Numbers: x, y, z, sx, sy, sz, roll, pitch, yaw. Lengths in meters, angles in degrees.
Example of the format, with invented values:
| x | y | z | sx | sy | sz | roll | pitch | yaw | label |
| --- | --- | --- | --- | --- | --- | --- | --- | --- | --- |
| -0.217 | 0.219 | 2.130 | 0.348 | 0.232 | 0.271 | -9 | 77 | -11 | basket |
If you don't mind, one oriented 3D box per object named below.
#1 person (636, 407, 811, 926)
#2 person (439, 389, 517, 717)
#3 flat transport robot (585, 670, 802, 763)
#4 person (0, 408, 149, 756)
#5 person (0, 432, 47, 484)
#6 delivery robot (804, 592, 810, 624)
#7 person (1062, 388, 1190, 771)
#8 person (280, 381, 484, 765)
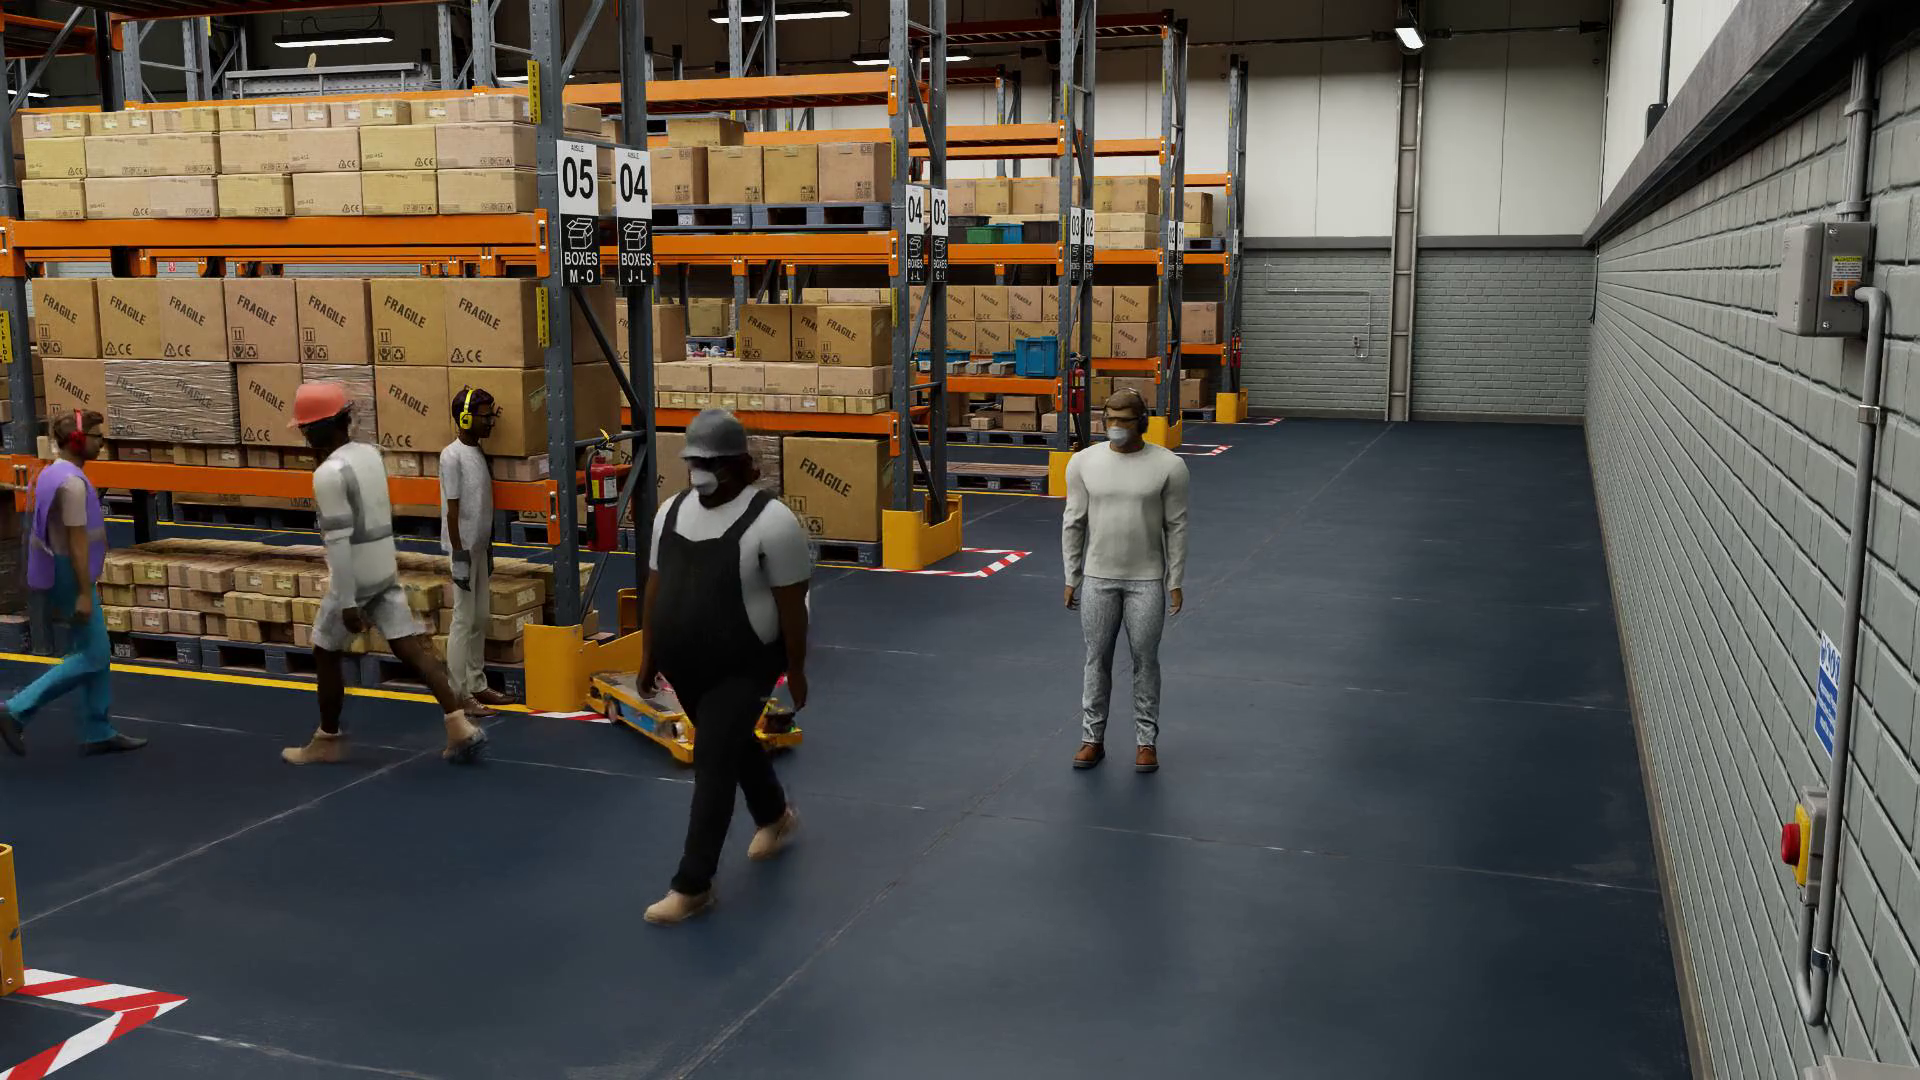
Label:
| x | y | z | sx | sy | sz | roll | pitch | yaw | label |
| --- | --- | --- | --- | --- | --- | --- | --- | --- | --- |
| -0.947 | 0.414 | 6.737 | 0.689 | 2.000 | 1.060 | 6 | 11 | 33 | person |
| -2.758 | 0.075 | 9.432 | 0.333 | 1.860 | 0.509 | 1 | 9 | 4 | person |
| -1.488 | 0.915 | 9.118 | 0.652 | 0.197 | 1.431 | -6 | 11 | -33 | flat transport robot |
| -4.603 | 0.239 | 8.512 | 0.622 | 1.814 | 0.607 | -6 | 11 | -31 | person |
| -8.191 | -0.792 | 14.412 | 0.398 | 1.989 | 0.621 | 7 | 11 | 36 | person |
| -1.220 | 0.462 | 10.769 | 0.477 | 0.478 | 0.707 | 2 | 9 | 11 | delivery robot |
| 0.824 | 0.202 | 8.382 | 0.636 | 1.937 | 0.358 | 2 | 9 | 13 | person |
| -2.925 | 0.196 | 8.334 | 1.019 | 1.992 | 0.621 | 2 | 9 | 13 | person |
